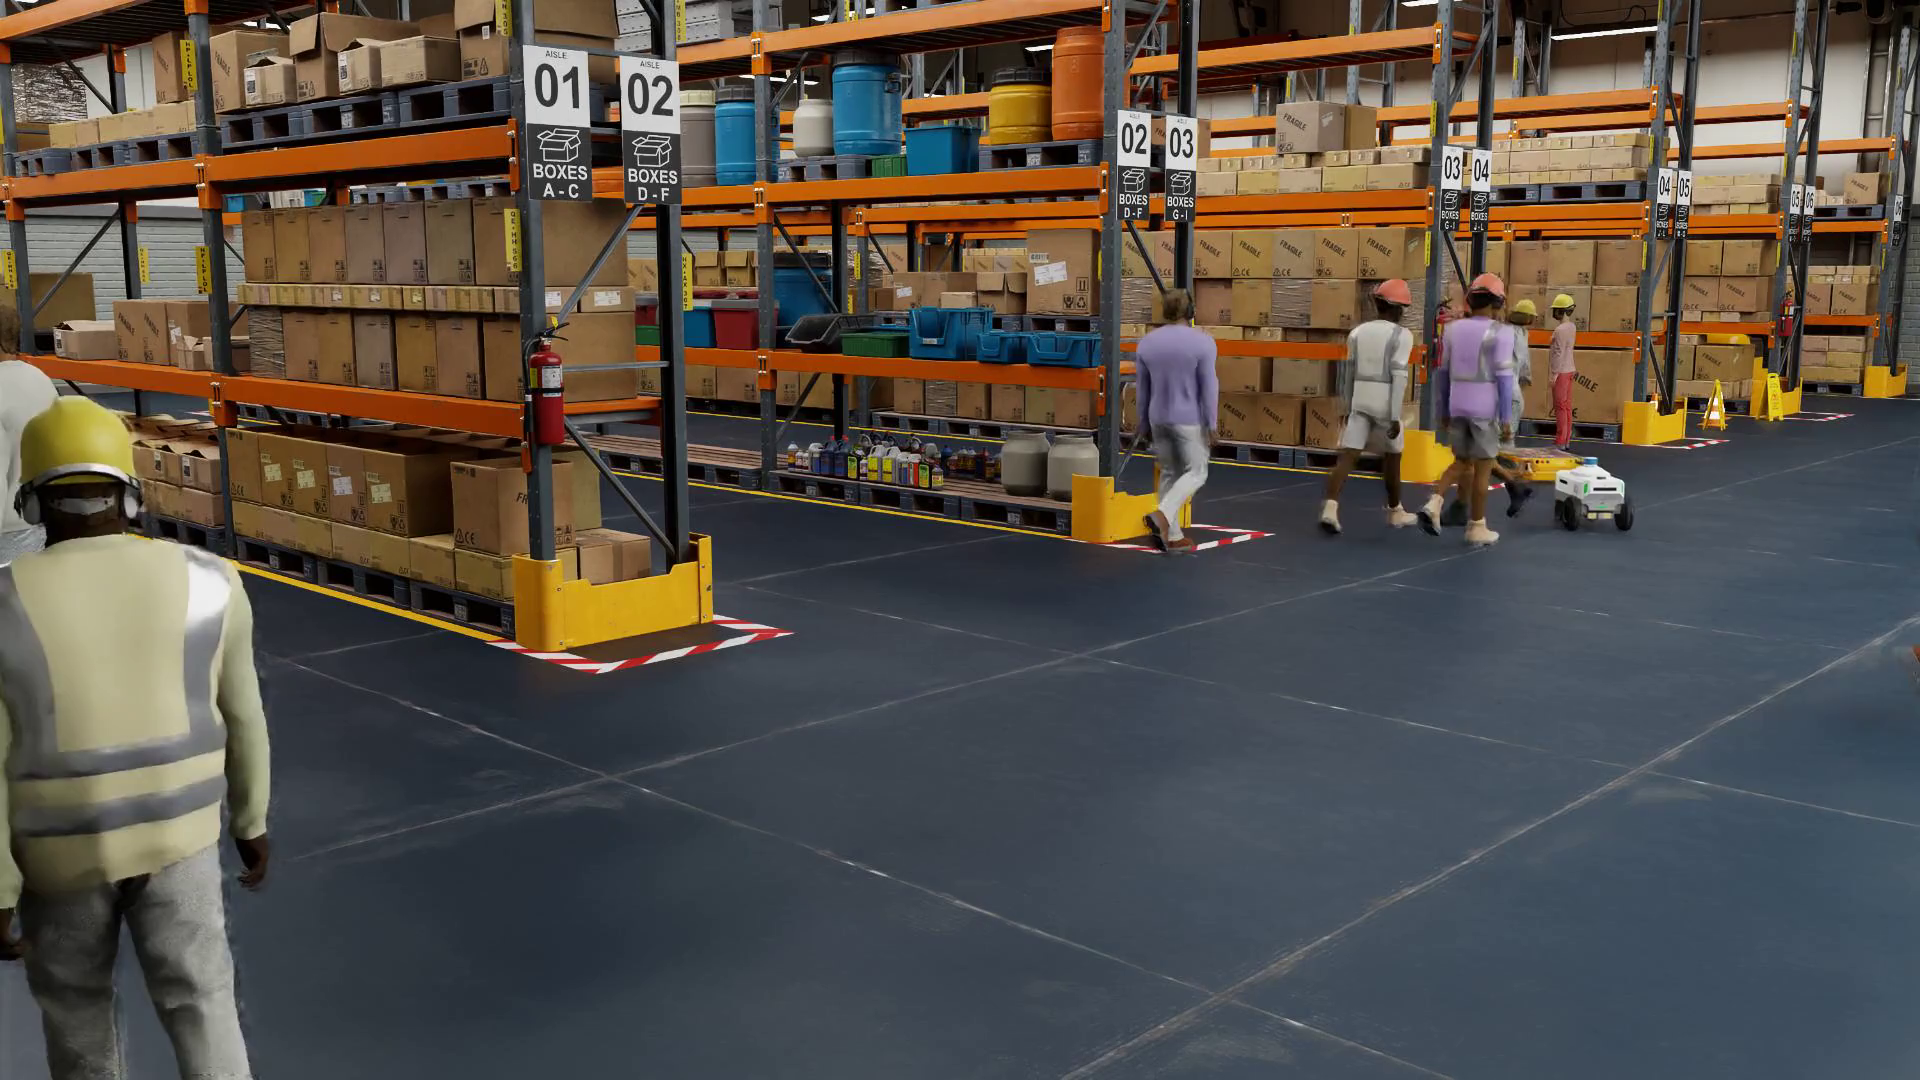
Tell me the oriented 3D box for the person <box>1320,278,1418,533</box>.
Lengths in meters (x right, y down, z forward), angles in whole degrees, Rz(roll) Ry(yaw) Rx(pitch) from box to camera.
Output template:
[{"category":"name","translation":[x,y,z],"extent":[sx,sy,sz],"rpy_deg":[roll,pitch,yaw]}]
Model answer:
[{"category":"person","translation":[3.205,-1.037,12.961],"extent":[1.077,1.994,0.631],"rpy_deg":[-8,12,-40]}]

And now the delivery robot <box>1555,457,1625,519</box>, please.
[{"category":"delivery robot","translation":[5.057,-0.424,13.368],"extent":[0.477,0.478,0.707],"rpy_deg":[0,9,1]}]

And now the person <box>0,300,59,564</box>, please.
[{"category":"person","translation":[-3.928,-0.032,6.892],"extent":[0.372,1.940,0.630],"rpy_deg":[-1,9,-7]}]

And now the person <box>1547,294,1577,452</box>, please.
[{"category":"person","translation":[6.742,-1.870,18.686],"extent":[0.309,1.769,0.524],"rpy_deg":[6,11,33]}]

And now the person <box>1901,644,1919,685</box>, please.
[{"category":"person","translation":[4.709,-0.127,7.494],"extent":[0.658,1.930,0.615],"rpy_deg":[3,10,15]}]

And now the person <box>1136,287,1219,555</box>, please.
[{"category":"person","translation":[1.514,-0.829,11.834],"extent":[0.643,1.924,0.654],"rpy_deg":[8,12,39]}]

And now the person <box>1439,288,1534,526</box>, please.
[{"category":"person","translation":[4.216,-1.064,13.315],"extent":[0.746,1.910,0.574],"rpy_deg":[1,9,6]}]

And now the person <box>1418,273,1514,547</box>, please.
[{"category":"person","translation":[3.784,-0.955,12.302],"extent":[0.605,2.022,0.636],"rpy_deg":[-5,11,-30]}]

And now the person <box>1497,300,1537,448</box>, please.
[{"category":"person","translation":[6.137,-1.807,18.464],"extent":[0.598,1.700,0.509],"rpy_deg":[7,12,36]}]

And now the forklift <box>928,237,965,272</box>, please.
[{"category":"forklift","translation":[-0.326,-5.817,39.609],"extent":[1.129,2.768,1.873],"rpy_deg":[9,13,43]}]

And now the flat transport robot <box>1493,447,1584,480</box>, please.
[{"category":"flat transport robot","translation":[5.794,-0.773,16.666],"extent":[0.652,0.197,1.431],"rpy_deg":[0,9,-1]}]

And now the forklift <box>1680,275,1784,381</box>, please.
[{"category":"forklift","translation":[12.480,-3.427,27.053],"extent":[1.214,2.155,2.313],"rpy_deg":[9,13,43]}]

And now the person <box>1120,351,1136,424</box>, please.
[{"category":"person","translation":[2.248,-2.356,22.074],"extent":[0.279,1.633,0.505],"rpy_deg":[7,12,38]}]

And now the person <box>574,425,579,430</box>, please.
[{"category":"person","translation":[-5.102,-2.242,21.445],"extent":[0.732,1.612,0.517],"rpy_deg":[9,13,43]}]

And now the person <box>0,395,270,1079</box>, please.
[{"category":"person","translation":[-1.689,0.609,3.394],"extent":[0.600,1.805,0.840],"rpy_deg":[-8,12,-39]}]
